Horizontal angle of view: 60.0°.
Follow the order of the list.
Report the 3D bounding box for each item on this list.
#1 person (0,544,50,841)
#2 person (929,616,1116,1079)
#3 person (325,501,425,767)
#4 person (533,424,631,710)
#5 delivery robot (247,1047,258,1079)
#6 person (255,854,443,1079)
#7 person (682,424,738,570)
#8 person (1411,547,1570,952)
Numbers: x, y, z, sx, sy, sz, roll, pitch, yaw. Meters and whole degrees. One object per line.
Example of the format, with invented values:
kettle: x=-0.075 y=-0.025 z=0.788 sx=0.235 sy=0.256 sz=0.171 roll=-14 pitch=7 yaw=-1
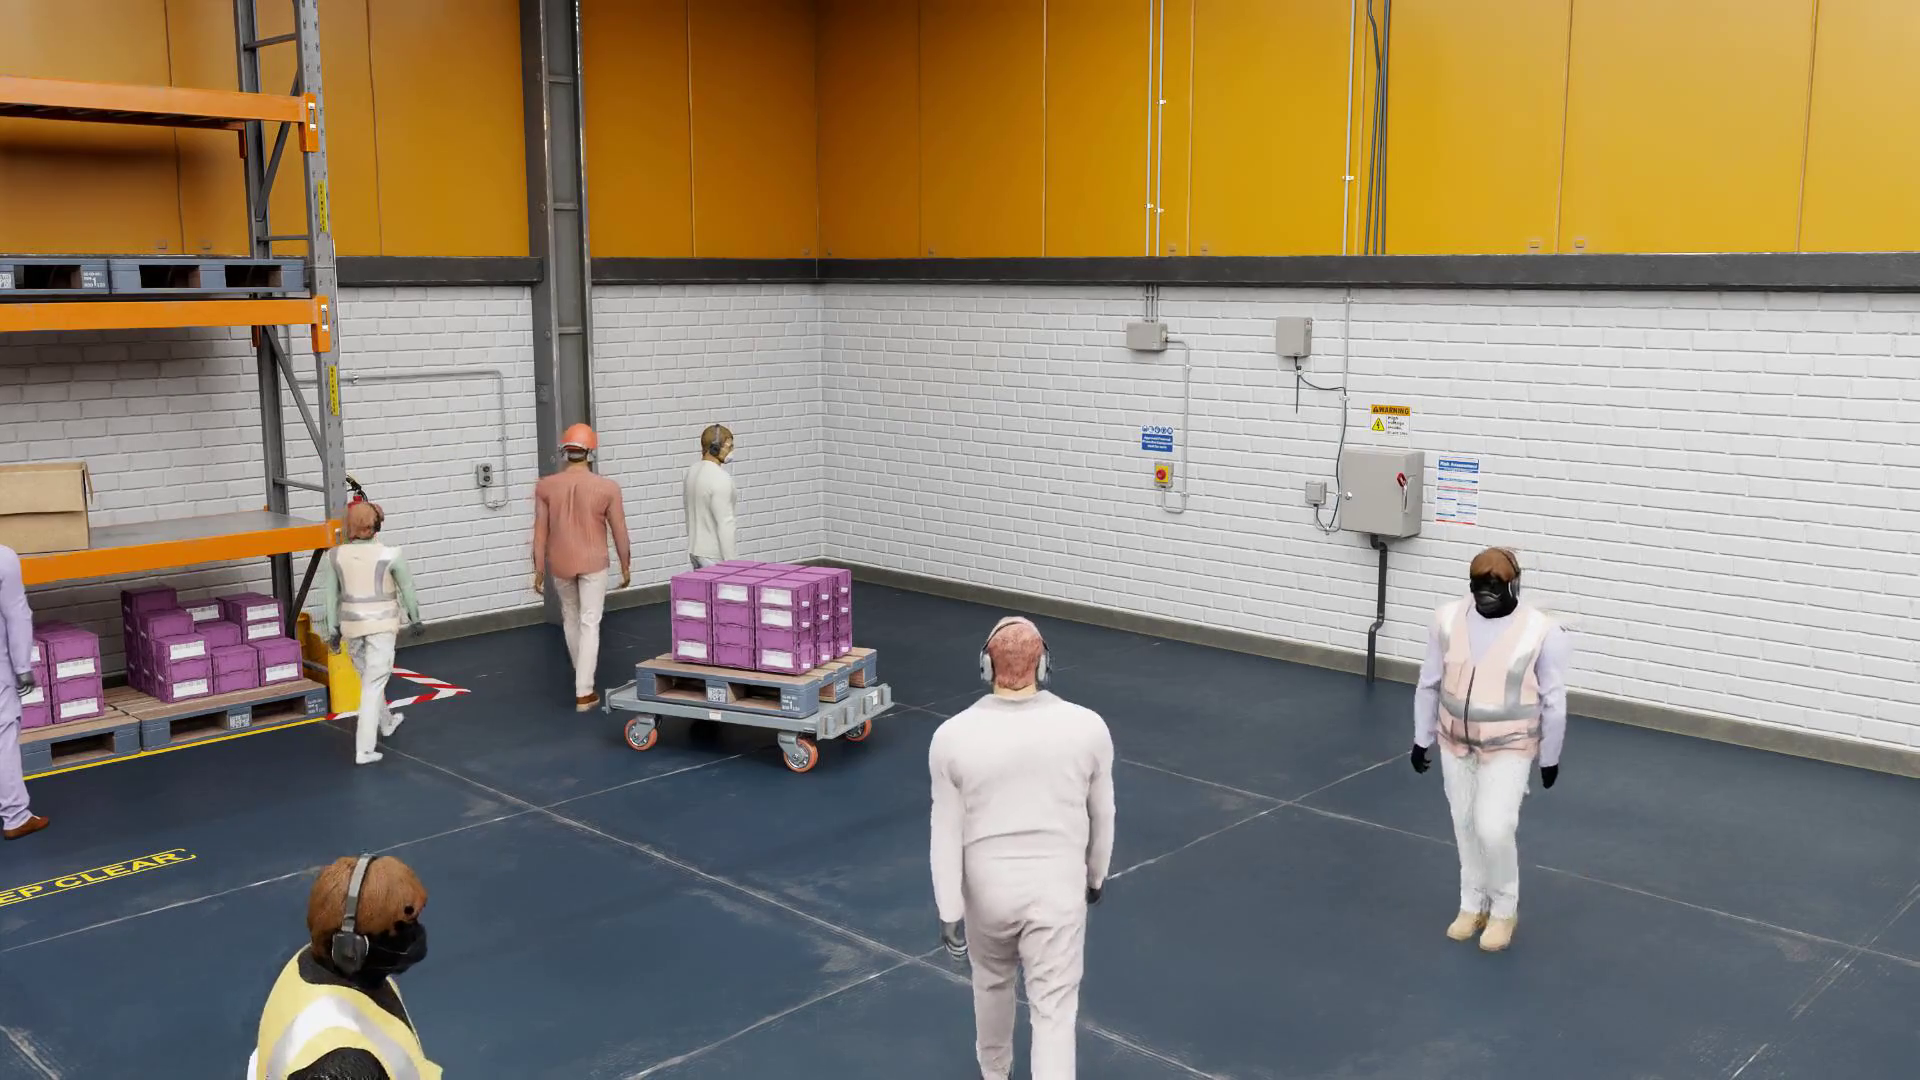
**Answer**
person: x=-5.229 y=0.658 z=8.815 sx=0.642 sy=1.905 sz=0.399 roll=-1 pitch=9 yaw=-5
person: x=0.215 y=1.188 z=5.734 sx=0.637 sy=1.859 sz=1.035 roll=0 pitch=9 yaw=1
person: x=-3.633 y=0.553 z=10.383 sx=0.514 sy=1.598 sz=0.848 roll=1 pitch=9 yaw=8
person: x=-2.624 y=0.158 z=11.712 sx=0.643 sy=1.950 sz=0.918 roll=1 pitch=9 yaw=3
delivery robot: x=-2.128 y=1.844 z=5.378 sx=0.477 sy=0.478 sz=0.707 roll=-3 pitch=10 yaw=-20
person: x=-1.338 y=1.547 z=3.774 sx=0.994 sy=1.780 sz=0.711 roll=-4 pitch=10 yaw=-24
person: x=-1.762 y=0.133 z=11.939 sx=0.370 sy=1.934 sz=0.627 roll=-6 pitch=11 yaw=-33
person: x=2.333 y=0.928 z=7.418 sx=0.490 sy=1.822 sz=0.630 roll=-9 pitch=13 yaw=-44
